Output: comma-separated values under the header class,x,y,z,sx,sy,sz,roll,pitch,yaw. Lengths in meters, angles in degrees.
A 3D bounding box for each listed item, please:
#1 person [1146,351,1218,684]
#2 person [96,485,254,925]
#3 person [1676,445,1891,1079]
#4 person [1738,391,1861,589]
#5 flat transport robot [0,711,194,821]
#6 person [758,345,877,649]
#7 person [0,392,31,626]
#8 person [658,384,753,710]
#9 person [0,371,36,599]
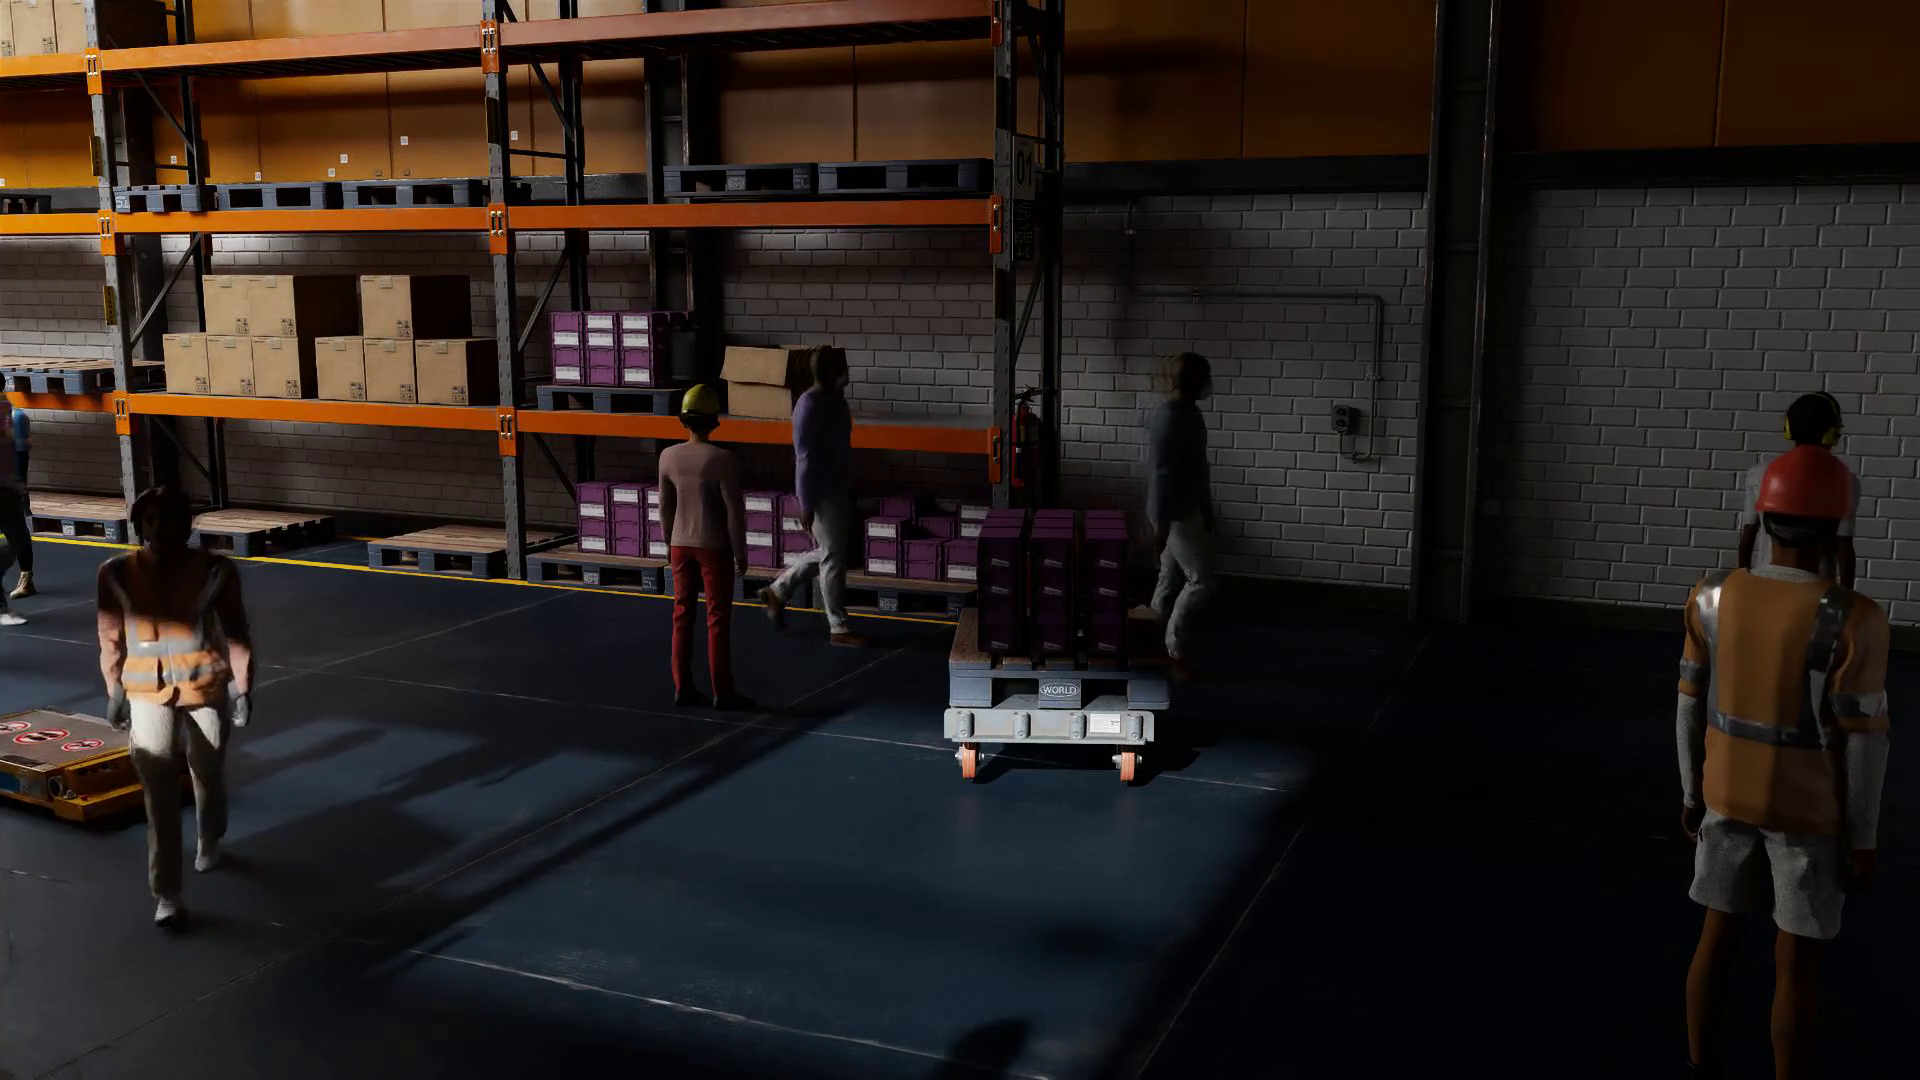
class,x,y,z,sx,sy,sz,roll,pitch,yaw
person,1.300,-0.122,9.582,0.542,1.921,0.640,3,10,15
person,-2.968,0.580,6.325,0.531,1.592,0.888,-3,10,-20
person,2.237,0.708,4.533,0.359,1.937,0.552,-7,12,-35
person,3.666,0.283,7.296,0.316,1.870,0.524,-8,12,-38
flat transport robot,-4.191,1.011,7.709,1.431,0.197,0.652,5,11,30
person,-0.924,-0.276,10.506,0.779,1.919,0.635,3,10,18
person,-6.507,-0.373,11.100,0.533,1.908,0.598,3,10,19
person,-1.386,0.042,9.033,0.533,1.772,0.298,4,10,25
person,-6.953,-0.418,12.004,0.535,1.697,0.318,1,10,7
